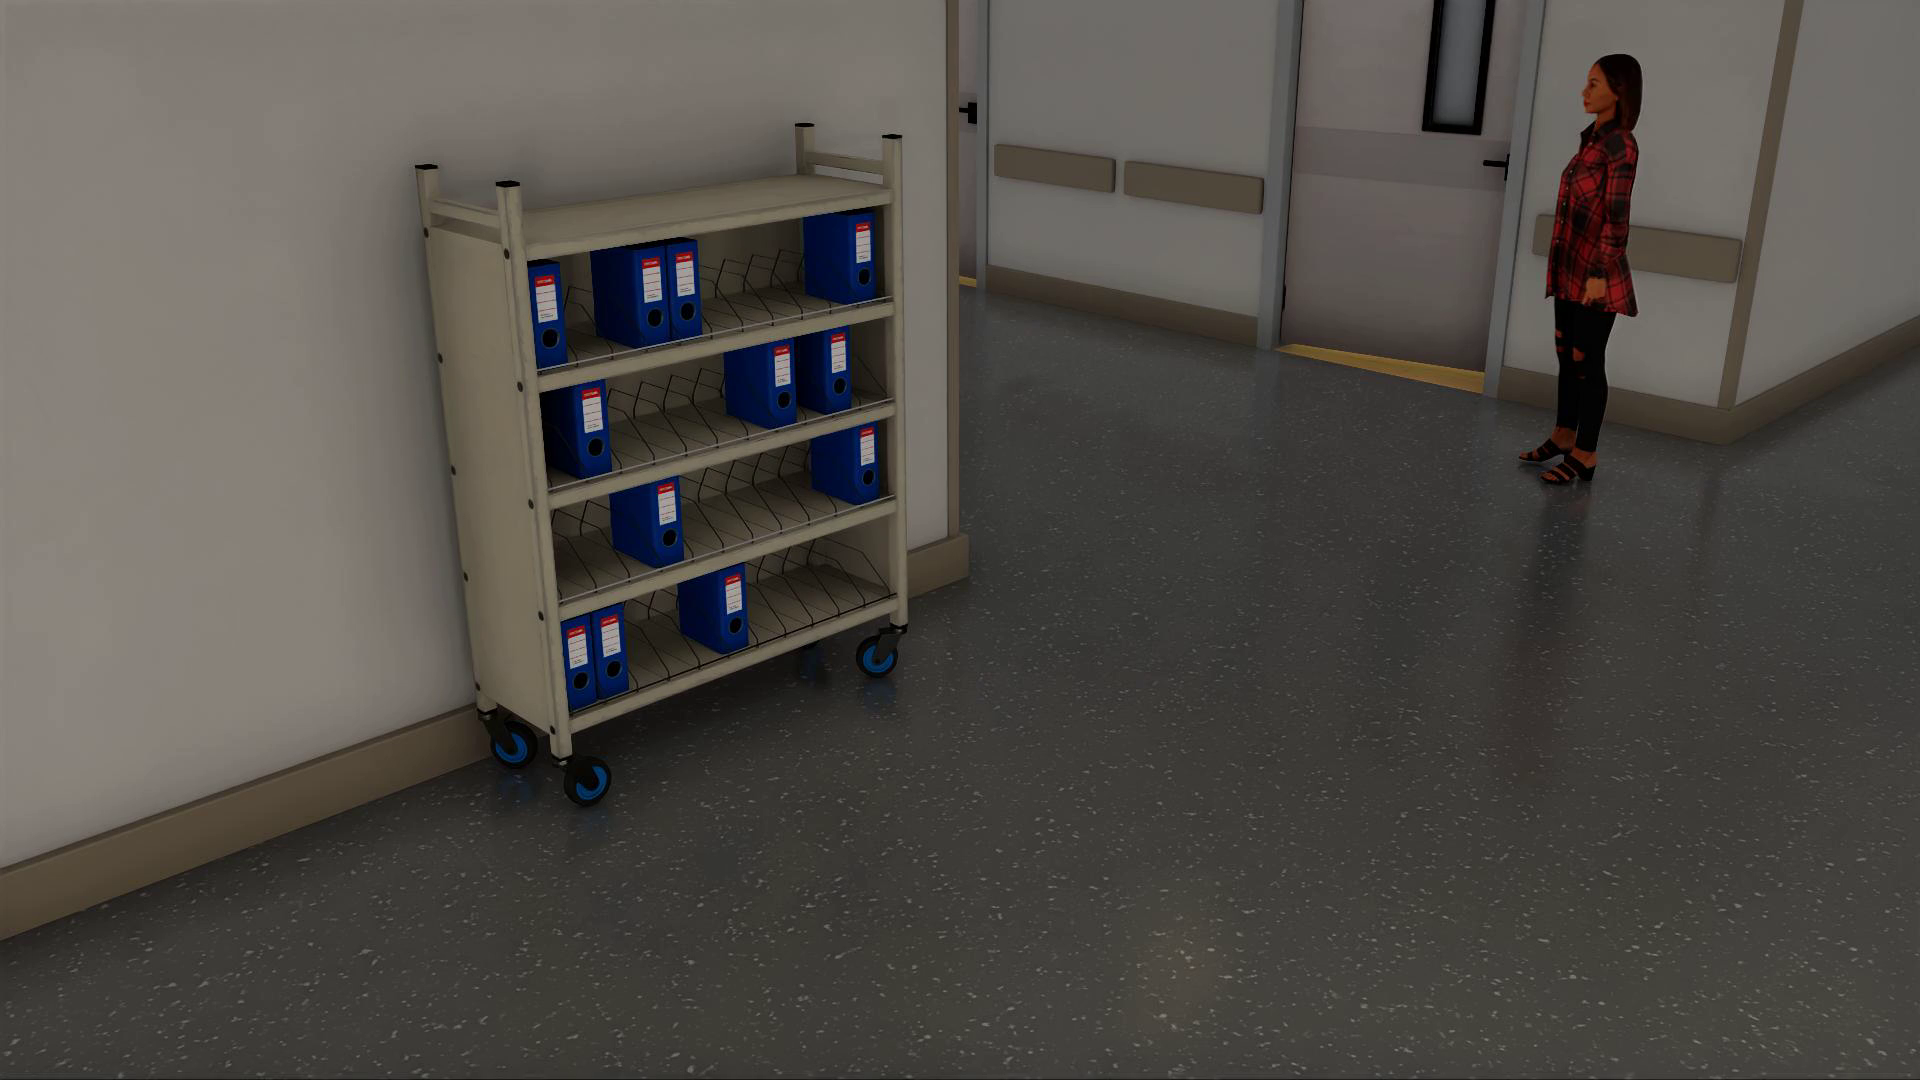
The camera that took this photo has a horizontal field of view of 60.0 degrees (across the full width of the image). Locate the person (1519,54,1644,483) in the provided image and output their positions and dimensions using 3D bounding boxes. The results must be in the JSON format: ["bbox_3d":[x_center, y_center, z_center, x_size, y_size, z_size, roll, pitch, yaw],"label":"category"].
[{"bbox_3d":[2.532,-1.080,6.697,0.756,1.703,0.699,0,21,-1],"label":"person"}]
